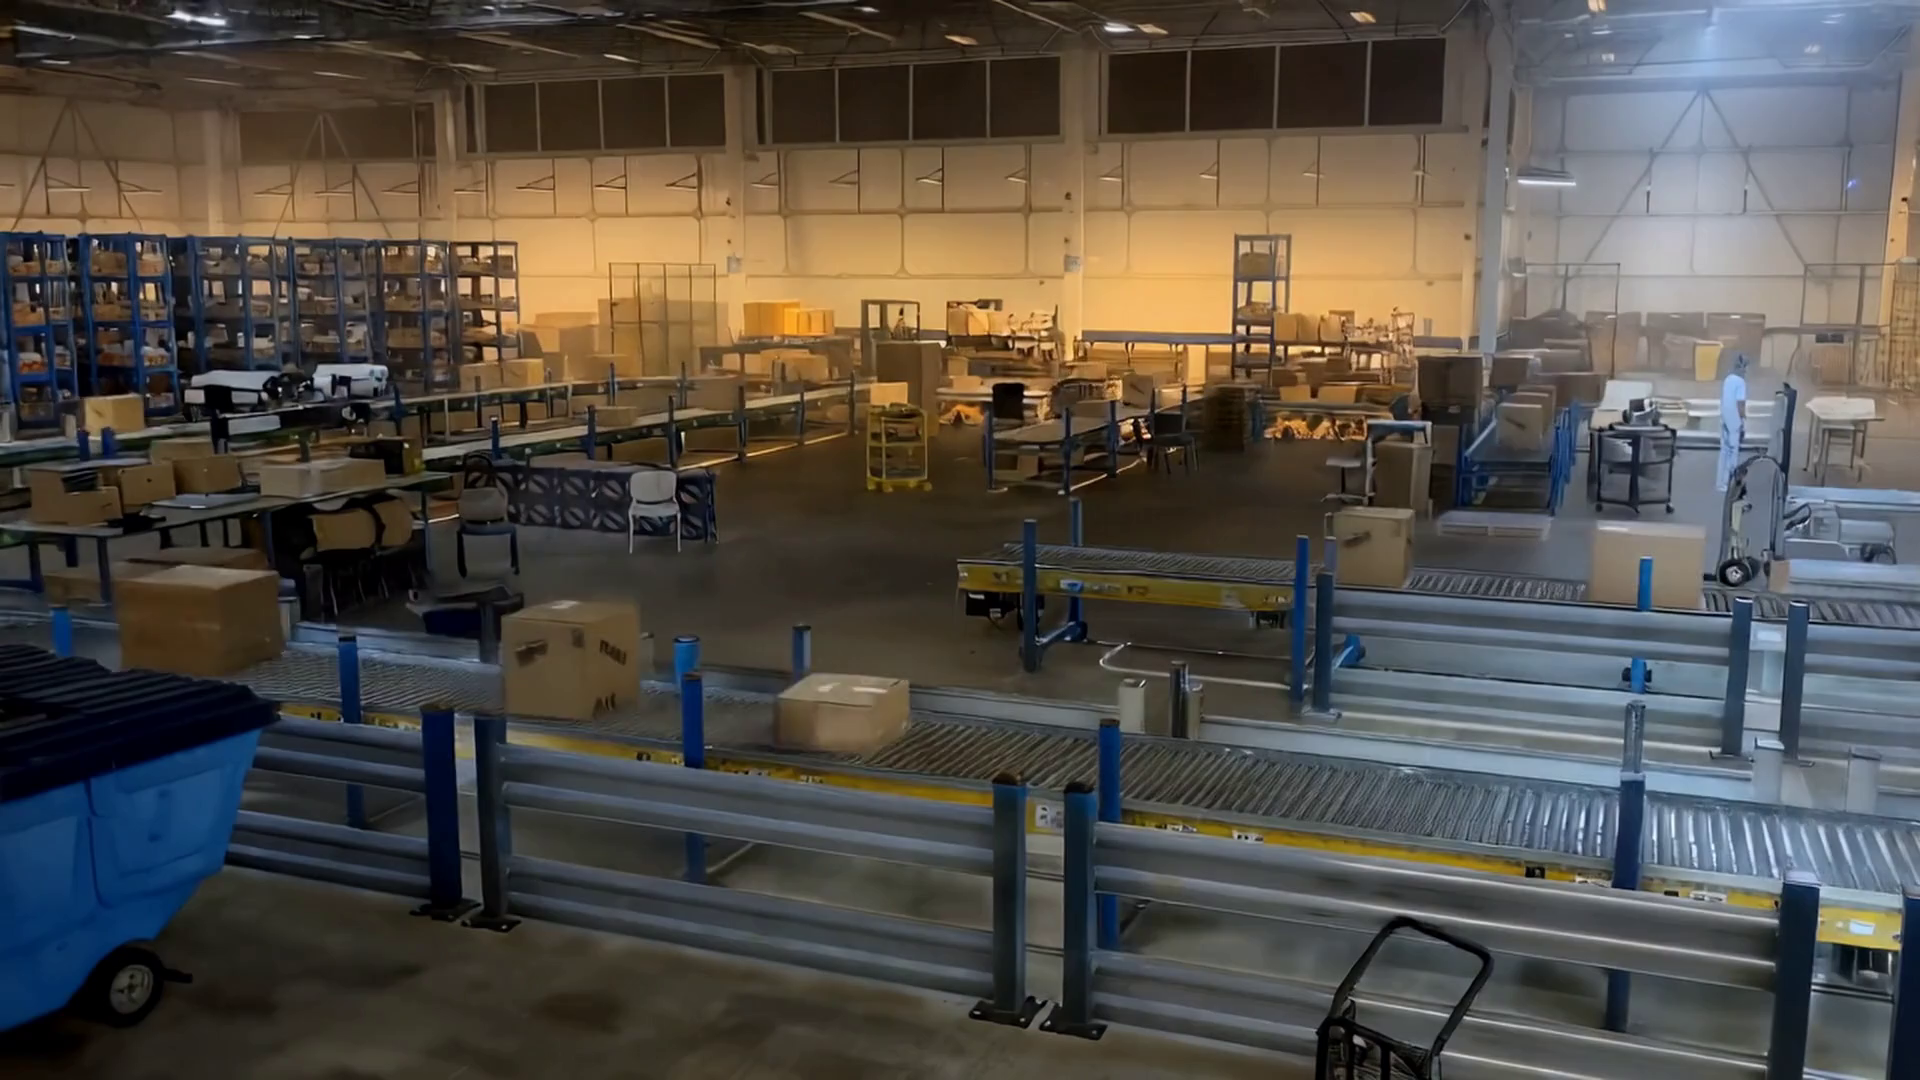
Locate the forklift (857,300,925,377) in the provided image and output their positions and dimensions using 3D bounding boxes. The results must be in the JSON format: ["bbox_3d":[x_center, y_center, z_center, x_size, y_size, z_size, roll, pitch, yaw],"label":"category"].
[{"bbox_3d":[-1.732,-5.109,42.468,1.157,1.987,2.680,4,10,22],"label":"forklift"}]

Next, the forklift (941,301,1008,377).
[{"bbox_3d":[0.365,-4.966,41.571,1.157,1.987,2.680,3,10,20],"label":"forklift"}]

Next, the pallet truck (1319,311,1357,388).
[{"bbox_3d":[9.071,-4.419,39.190,0.823,1.965,1.885,5,10,26],"label":"pallet truck"}]

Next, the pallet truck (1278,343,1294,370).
[{"bbox_3d":[7.886,-4.163,39.743,0.653,1.274,1.630,4,10,22],"label":"pallet truck"}]

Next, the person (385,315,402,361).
[{"bbox_3d":[-16.232,-5.826,47.774,0.608,1.986,0.400,5,11,29],"label":"person"}]

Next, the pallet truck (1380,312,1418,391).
[{"bbox_3d":[10.207,-4.283,38.369,0.823,1.965,1.885,3,10,20],"label":"pallet truck"}]

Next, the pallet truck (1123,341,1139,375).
[{"bbox_3d":[4.445,-4.380,41.279,0.680,1.201,1.601,4,10,22],"label":"pallet truck"}]

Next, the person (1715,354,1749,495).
[{"bbox_3d":[10.287,-1.531,22.076,0.328,1.872,0.509,-1,9,-6],"label":"person"}]

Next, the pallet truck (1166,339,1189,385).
[{"bbox_3d":[5.418,-4.269,40.420,0.704,1.261,1.522,3,10,20],"label":"pallet truck"}]
